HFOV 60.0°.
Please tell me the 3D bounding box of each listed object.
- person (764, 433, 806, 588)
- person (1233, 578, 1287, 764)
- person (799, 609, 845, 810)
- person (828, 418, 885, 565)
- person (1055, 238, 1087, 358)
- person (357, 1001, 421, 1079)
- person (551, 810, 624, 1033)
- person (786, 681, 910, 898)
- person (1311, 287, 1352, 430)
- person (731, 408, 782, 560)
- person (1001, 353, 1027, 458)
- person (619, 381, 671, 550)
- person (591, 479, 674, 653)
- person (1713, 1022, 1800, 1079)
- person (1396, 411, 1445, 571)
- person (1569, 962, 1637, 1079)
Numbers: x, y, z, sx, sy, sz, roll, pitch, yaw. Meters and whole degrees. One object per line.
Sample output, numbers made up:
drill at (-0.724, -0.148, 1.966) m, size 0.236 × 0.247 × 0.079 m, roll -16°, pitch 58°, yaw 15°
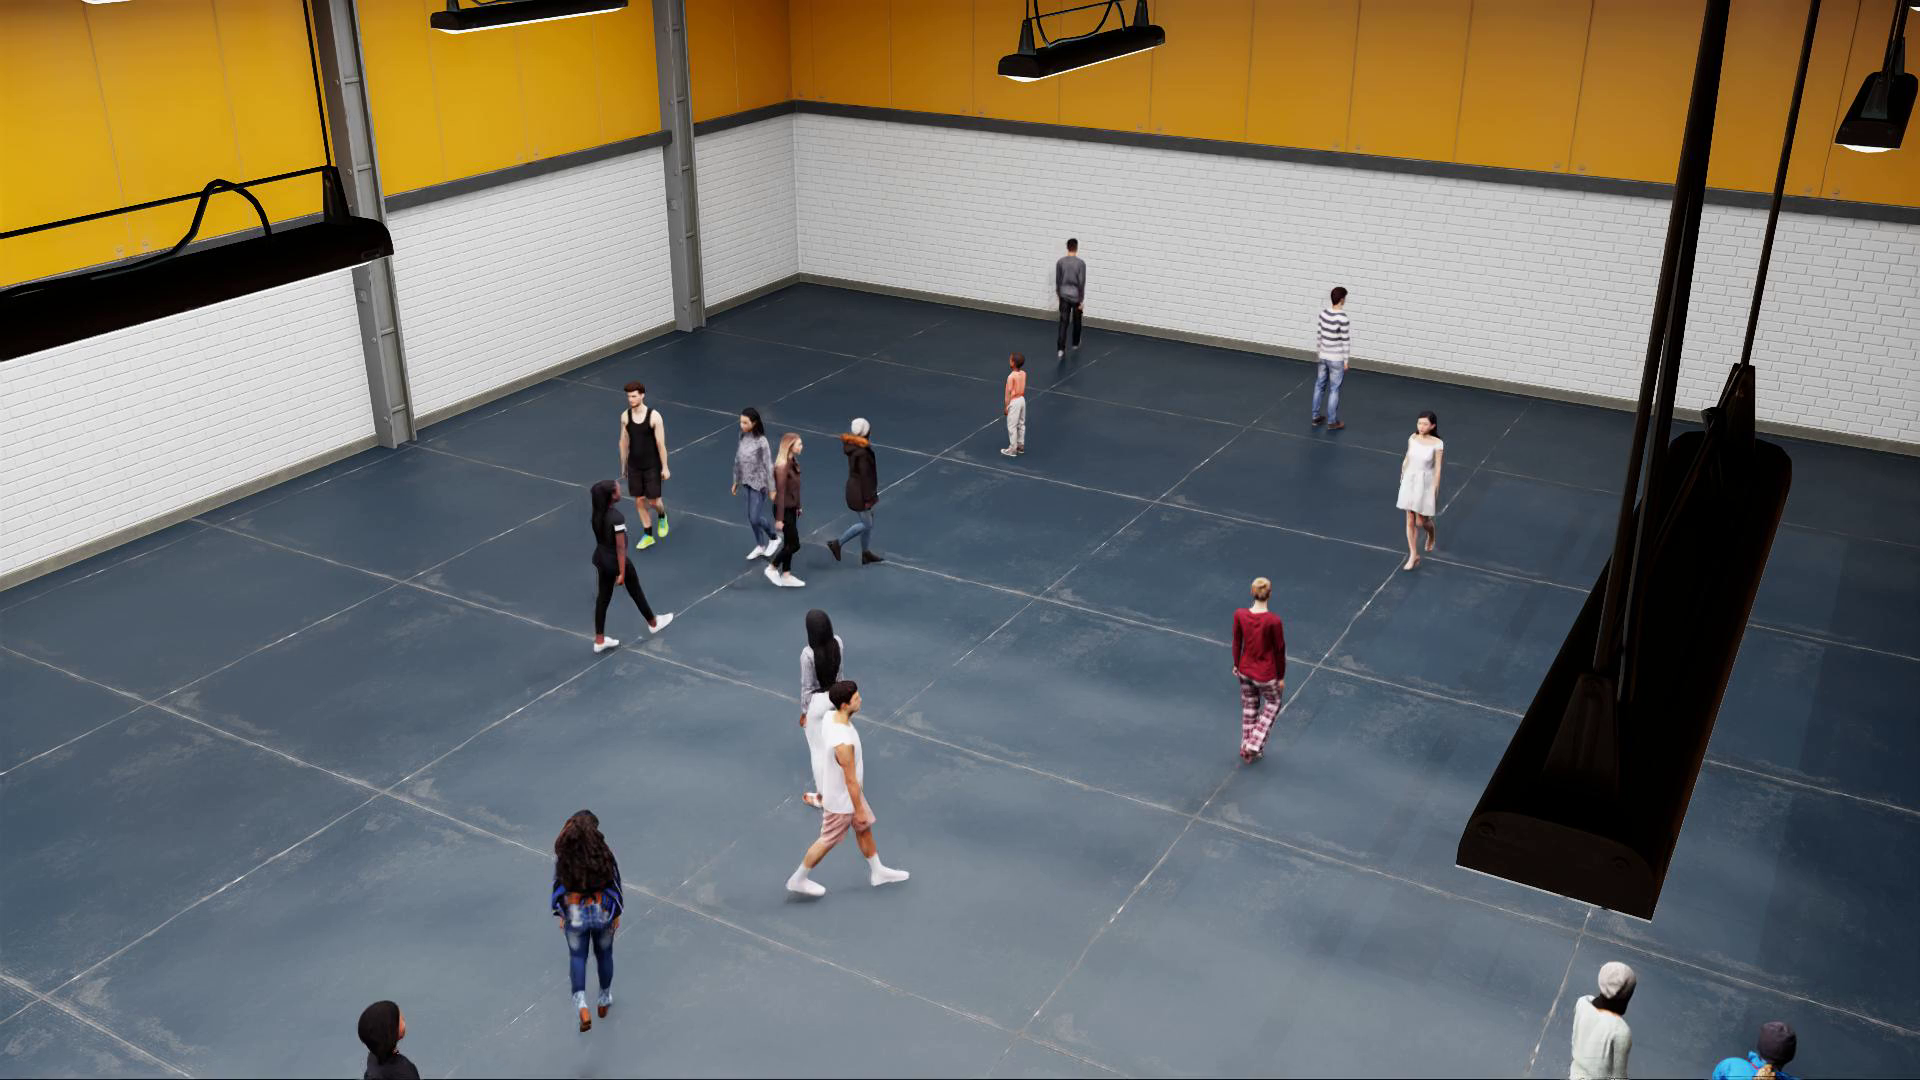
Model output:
person at (-1.859, -0.293, 17.042) m, size 0.797 × 1.690 × 0.712 m, roll 5°, pitch 24°, yaw 11°
person at (2.445, 1.117, 13.812) m, size 0.653 × 1.693 × 0.614 m, roll 15°, pitch 28°, yaw 31°
person at (-1.100, 1.329, 13.290) m, size 0.706 × 1.723 × 0.522 m, roll 21°, pitch 31°, yaw 40°
person at (-1.115, -0.481, 17.564) m, size 0.989 × 1.617 × 0.935 m, roll -5°, pitch 24°, yaw -11°
person at (1.591, -3.509, 24.359) m, size 0.799 × 1.722 × 1.188 m, roll 7°, pitch 25°, yaw 16°
person at (-3.095, 3.278, 8.895) m, size 0.921 × 1.673 × 0.802 m, roll 1°, pitch 24°, yaw 3°
person at (-2.405, 2.490, 10.773) m, size 0.862 × 1.611 × 0.953 m, roll -2°, pitch 24°, yaw -5°
person at (-0.941, 1.856, 12.058) m, size 1.162 × 1.744 × 1.166 m, roll -4°, pitch 24°, yaw -9°
person at (4.826, -2.375, 21.606) m, size 0.667 × 1.849 × 0.719 m, roll -17°, pitch 29°, yaw -34°
person at (-2.101, -0.616, 17.747) m, size 0.735 × 1.718 × 0.731 m, roll -20°, pitch 30°, yaw -38°
person at (0.704, -1.701, 20.736) m, size 0.576 × 1.311 × 0.460 m, roll 19°, pitch 30°, yaw 37°
person at (-3.387, -0.837, 18.052) m, size 0.806 × 1.879 × 0.869 m, roll 6°, pitch 24°, yaw 14°
person at (-3.355, 0.266, 15.754) m, size 0.752 × 1.698 × 1.121 m, roll 19°, pitch 30°, yaw 37°
person at (4.016, 3.309, 8.684) m, size 0.779 × 1.785 × 0.763 m, roll -16°, pitch 28°, yaw -33°
person at (4.878, -0.535, 17.517) m, size 0.902 × 1.754 × 0.753 m, roll -21°, pitch 31°, yaw -39°
person at (3.528, 3.091, 9.362) m, size 0.755 × 1.642 × 0.705 m, roll -9°, pitch 25°, yaw -20°
